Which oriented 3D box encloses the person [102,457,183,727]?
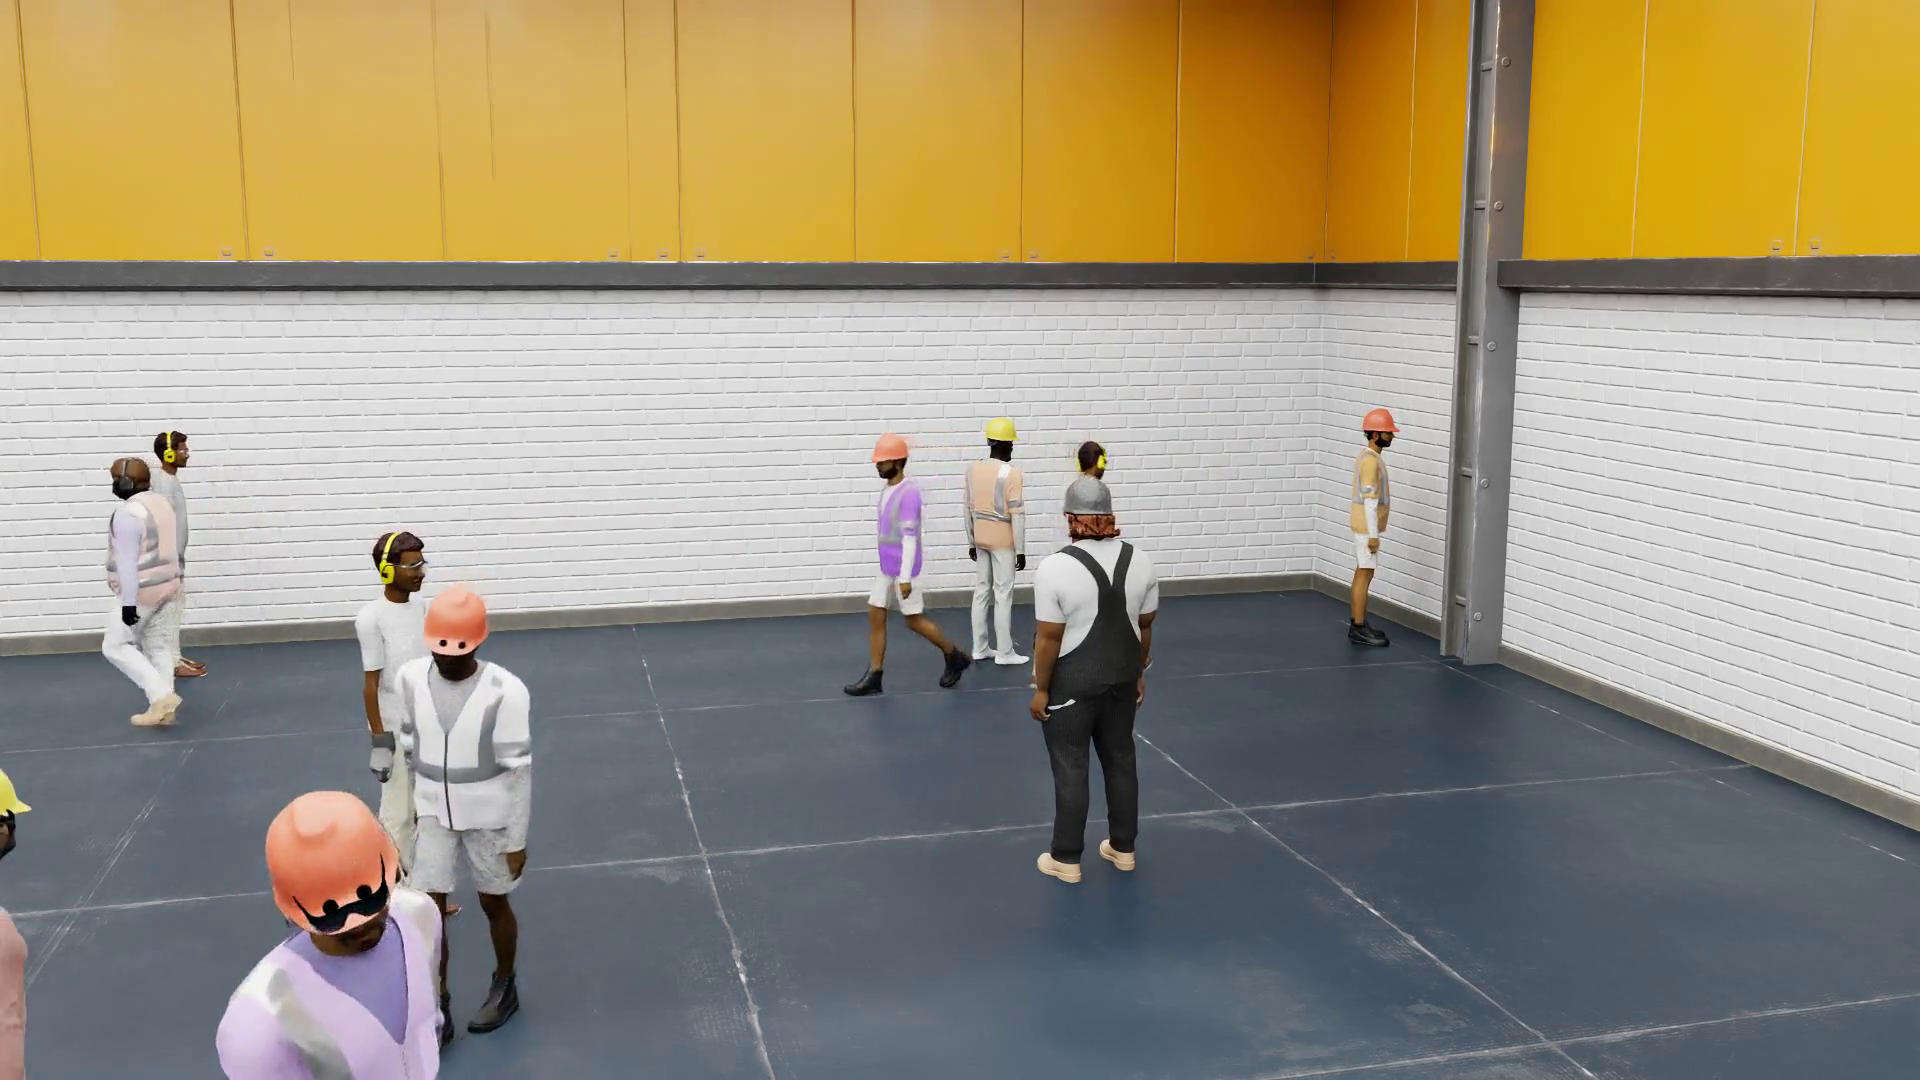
[{"bbox_3d":[-5.425,0.361,11.034,0.452,1.827,0.657,0,9,-2],"label":"person"}]

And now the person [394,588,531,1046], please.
[{"bbox_3d":[-1.913,1.075,6.437,0.579,1.869,0.747,1,9,6],"label":"person"}]

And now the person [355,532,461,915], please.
[{"bbox_3d":[-2.545,0.883,7.652,0.316,1.867,0.531,2,9,10],"label":"person"}]

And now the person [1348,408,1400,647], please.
[{"bbox_3d":[3.378,-0.109,13.618,0.373,1.939,0.545,2,9,12],"label":"person"}]

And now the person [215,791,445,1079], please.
[{"bbox_3d":[-1.370,1.461,3.674,0.657,1.993,0.684,3,10,19],"label":"person"}]

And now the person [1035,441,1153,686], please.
[{"bbox_3d":[0.964,0.189,12.198,0.983,1.802,0.579,-4,10,-22],"label":"person"}]

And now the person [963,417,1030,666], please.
[{"bbox_3d":[0.294,0.011,12.906,0.375,1.925,0.595,-9,13,-44],"label":"person"}]

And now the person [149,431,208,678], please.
[{"bbox_3d":[-5.892,0.116,12.498,0.327,1.856,0.514,-4,10,-24],"label":"person"}]

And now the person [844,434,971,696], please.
[{"bbox_3d":[-0.373,0.175,11.977,0.898,1.907,0.557,-4,10,-25],"label":"person"}]

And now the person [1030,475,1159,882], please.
[{"bbox_3d":[0.622,0.680,8.378,0.687,2.000,0.535,-5,10,-28],"label":"person"}]

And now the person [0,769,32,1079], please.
[{"bbox_3d":[-2.633,1.452,4.427,0.550,1.751,0.437,8,12,39],"label":"person"}]
